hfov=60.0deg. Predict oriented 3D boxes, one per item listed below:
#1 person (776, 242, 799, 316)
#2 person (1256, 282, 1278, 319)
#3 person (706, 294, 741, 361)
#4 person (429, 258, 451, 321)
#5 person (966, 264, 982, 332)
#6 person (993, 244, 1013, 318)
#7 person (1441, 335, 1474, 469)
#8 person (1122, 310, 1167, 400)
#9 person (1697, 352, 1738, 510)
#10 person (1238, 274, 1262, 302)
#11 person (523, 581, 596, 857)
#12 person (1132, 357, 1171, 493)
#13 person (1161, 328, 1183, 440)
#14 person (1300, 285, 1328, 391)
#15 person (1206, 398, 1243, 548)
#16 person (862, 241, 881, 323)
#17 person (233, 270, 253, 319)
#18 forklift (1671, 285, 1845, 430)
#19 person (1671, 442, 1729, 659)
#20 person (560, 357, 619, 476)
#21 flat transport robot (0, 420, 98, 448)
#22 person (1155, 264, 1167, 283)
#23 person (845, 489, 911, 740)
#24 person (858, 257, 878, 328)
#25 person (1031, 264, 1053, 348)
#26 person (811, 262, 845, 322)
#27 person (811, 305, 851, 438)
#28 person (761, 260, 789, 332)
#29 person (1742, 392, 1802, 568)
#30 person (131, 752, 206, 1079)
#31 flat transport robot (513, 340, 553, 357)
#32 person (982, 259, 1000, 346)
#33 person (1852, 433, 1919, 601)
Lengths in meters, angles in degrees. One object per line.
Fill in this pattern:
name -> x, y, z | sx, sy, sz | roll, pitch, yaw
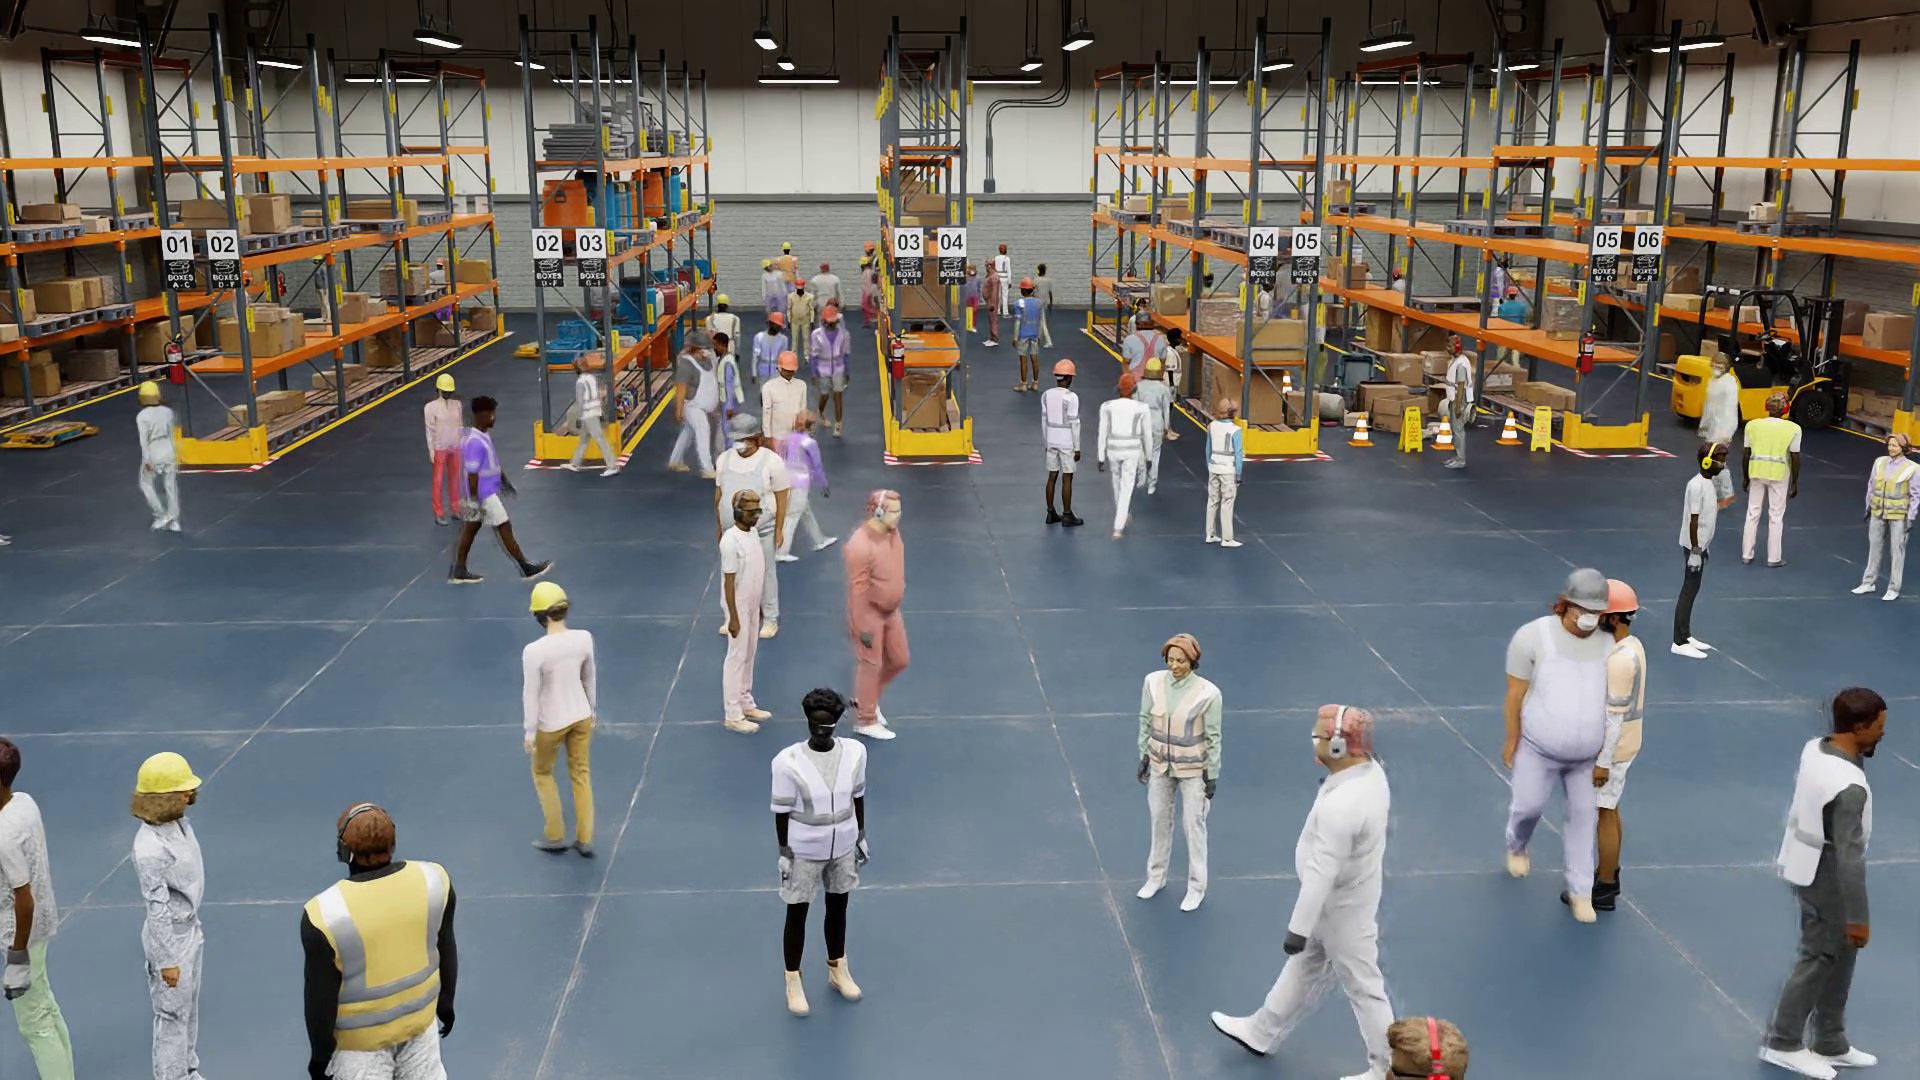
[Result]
person -> -4.446, -6.696, 42.871 | 0.590, 1.930, 0.358 | -1, 13, -2
person -> 5.730, -3.994, 31.218 | 0.413, 2.036, 0.606 | 1, 13, 5
person -> -4.031, -3.219, 28.198 | 0.608, 1.900, 0.727 | -5, 14, -20
person -> -12.301, -5.809, 39.490 | 0.567, 1.750, 0.341 | -4, 14, -16
person -> 0.278, -5.776, 39.623 | 0.508, 1.617, 0.495 | -2, 13, -9
person -> 1.103, -6.664, 42.839 | 0.574, 1.882, 0.356 | 12, 18, 41
person -> 6.788, -1.880, 22.701 | 0.417, 1.827, 0.562 | 2, 13, 9
person -> 2.643, -2.363, 24.279 | 0.685, 2.000, 0.535 | -5, 14, -20
person -> 9.211, -1.331, 20.189 | 0.441, 1.922, 0.798 | 2, 13, 8
person -> 6.884, -5.748, 39.484 | 0.590, 1.629, 0.646 | -1, 13, -4
person -> -2.473, 1.106, 10.212 | 0.421, 1.759, 0.571 | 11, 17, 39
person -> 2.420, -1.465, 21.150 | 0.507, 1.721, 0.501 | 2, 13, 7
person -> 3.160, -2.336, 24.927 | 0.321, 1.686, 0.539 | 2, 13, 9
person -> 6.416, -3.615, 29.881 | 0.726, 1.895, 0.624 | -9, 16, -33
person -> 2.899, -0.738, 18.259 | 0.312, 1.636, 0.518 | -9, 16, -34
person -> -2.235, -6.459, 41.671 | 0.613, 2.029, 0.408 | 10, 17, 37
person -> -13.928, -4.258, 32.427 | 0.405, 1.990, 0.622 | -10, 16, -36
forklift -> 12.503, -2.886, 26.166 | 2.313, 2.155, 1.214 | -1, 13, -3
person -> 6.377, 0.075, 14.332 | 0.329, 1.865, 0.510 | 8, 15, 29
person -> -4.982, -1.650, 22.233 | 0.880, 1.575, 0.581 | 1, 13, 6
flat transport robot -> -13.556, -1.578, 24.745 | 0.652, 0.197, 1.431 | 1, 13, 3
person -> 4.750, -5.724, 39.406 | 0.277, 1.627, 0.502 | -1, 13, -3
person -> -0.598, 0.548, 12.272 | 0.411, 1.888, 0.659 | 7, 15, 28
person -> -2.265, -5.982, 40.238 | 0.420, 1.744, 0.564 | -3, 14, -14
person -> 1.781, -5.161, 36.615 | 0.526, 1.821, 1.004 | -8, 15, -30
person -> -2.867, -5.102, 36.226 | 0.732, 1.884, 0.539 | 1, 13, 6
person -> -1.978, -2.604, 25.379 | 0.626, 2.016, 0.856 | -3, 14, -11
person -> -4.375, -5.791, 39.489 | 0.657, 1.721, 0.331 | 1, 13, 3
person -> 8.427, -0.624, 17.328 | 0.567, 1.847, 0.389 | 12, 18, 41
person -> -3.466, 1.770, 7.404 | 0.315, 1.742, 0.492 | -3, 14, -13
flat transport robot -> -8.861, -4.065, 35.280 | 0.652, 0.197, 1.431 | 3, 14, 11
person -> 0.678, -5.243, 36.780 | 0.403, 1.904, 0.637 | -1, 13, -2
person -> 9.008, -0.233, 16.112 | 0.312, 1.642, 0.512 | -7, 15, -26
